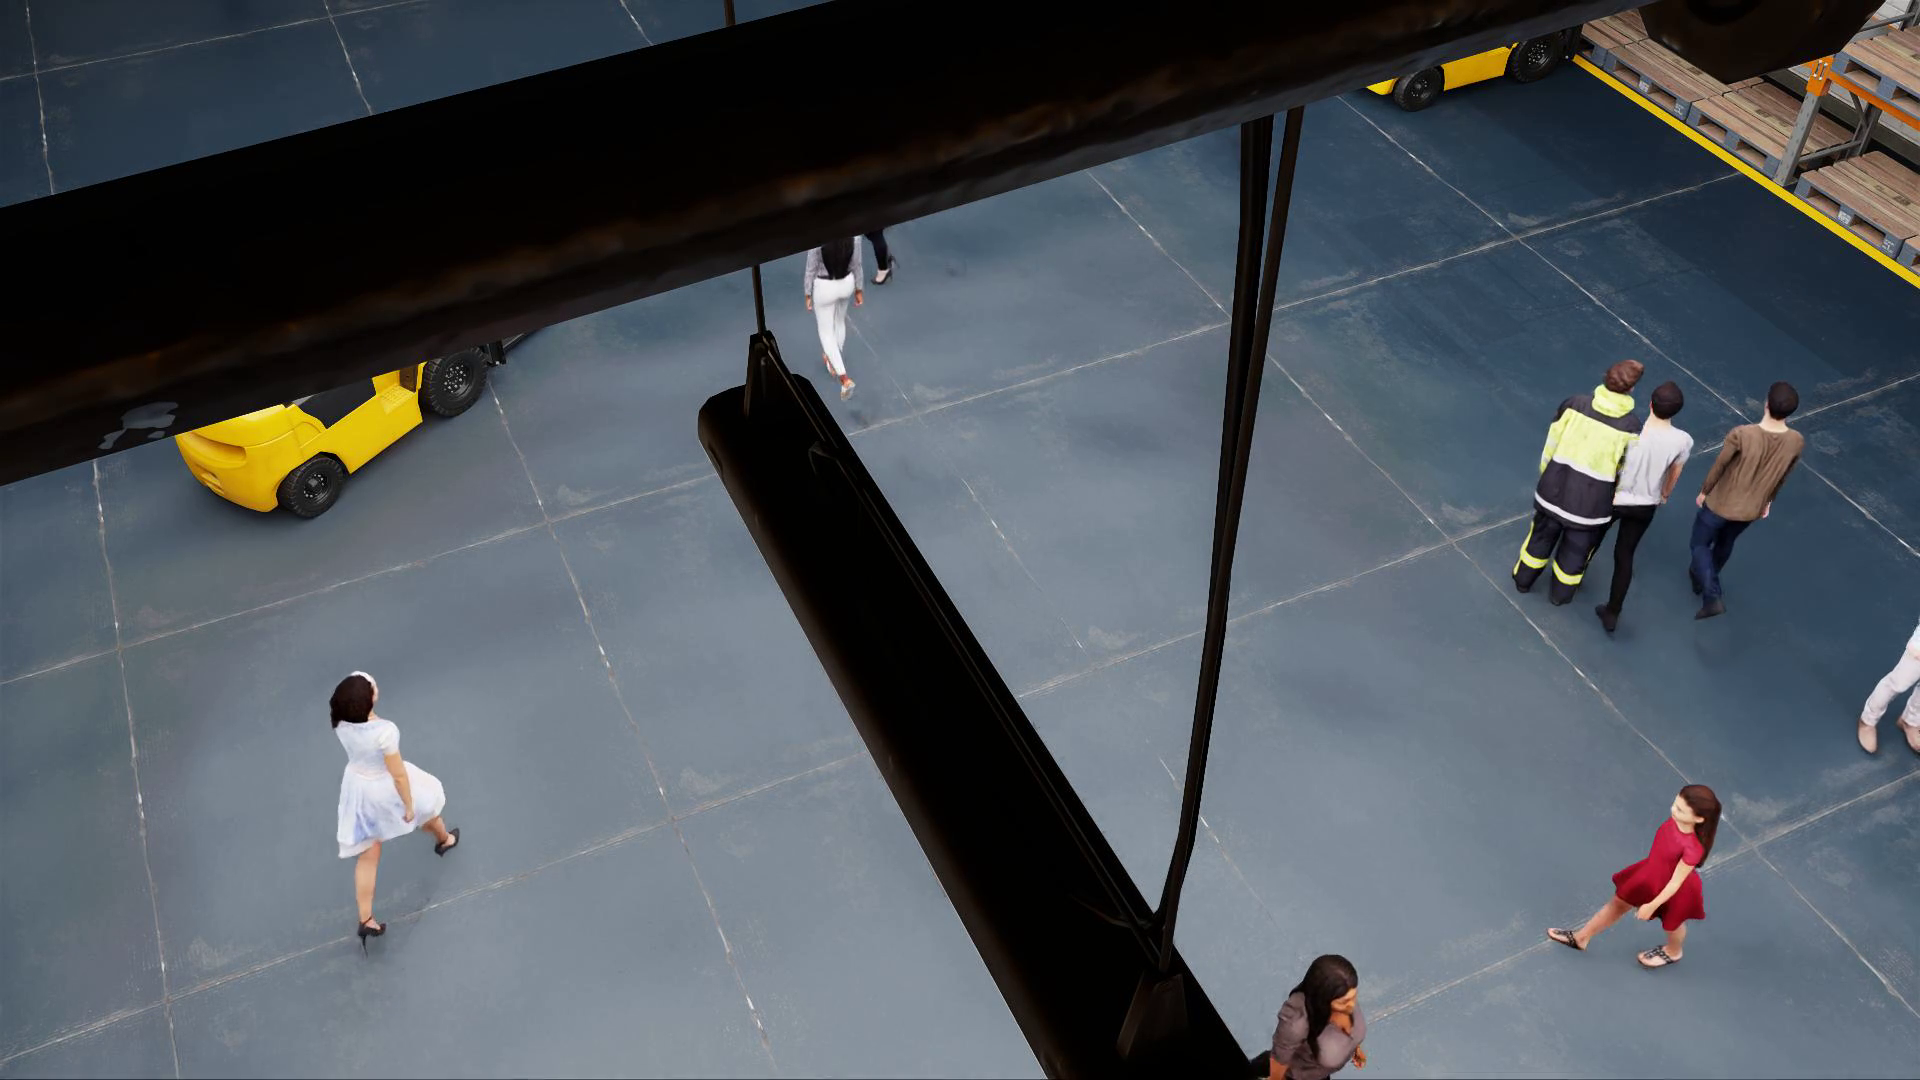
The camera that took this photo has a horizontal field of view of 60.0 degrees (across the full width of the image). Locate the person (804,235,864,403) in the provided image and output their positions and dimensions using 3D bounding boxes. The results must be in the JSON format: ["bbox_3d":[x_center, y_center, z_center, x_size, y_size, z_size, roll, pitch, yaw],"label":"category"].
[{"bbox_3d":[-0.953,-1.871,12.937,0.656,1.703,1.028,-18,47,-18],"label":"person"}]

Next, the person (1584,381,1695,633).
[{"bbox_3d":[4.473,-0.196,11.090,1.125,1.825,1.243,7,44,8],"label":"person"}]

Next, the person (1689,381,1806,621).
[{"bbox_3d":[5.182,-0.206,11.072,0.917,1.864,1.090,1,44,1],"label":"person"}]

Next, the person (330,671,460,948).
[{"bbox_3d":[-3.286,1.513,9.340,1.135,1.765,1.228,13,45,13],"label":"person"}]

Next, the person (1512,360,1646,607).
[{"bbox_3d":[4.164,-0.388,11.181,0.812,1.979,0.937,23,48,23],"label":"person"}]

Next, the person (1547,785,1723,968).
[{"bbox_3d":[3.960,1.882,9.135,0.895,1.515,1.023,0,44,0],"label":"person"}]

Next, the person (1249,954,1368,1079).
[{"bbox_3d":[1.652,2.529,8.251,1.211,1.797,0.927,34,53,31],"label":"person"}]
